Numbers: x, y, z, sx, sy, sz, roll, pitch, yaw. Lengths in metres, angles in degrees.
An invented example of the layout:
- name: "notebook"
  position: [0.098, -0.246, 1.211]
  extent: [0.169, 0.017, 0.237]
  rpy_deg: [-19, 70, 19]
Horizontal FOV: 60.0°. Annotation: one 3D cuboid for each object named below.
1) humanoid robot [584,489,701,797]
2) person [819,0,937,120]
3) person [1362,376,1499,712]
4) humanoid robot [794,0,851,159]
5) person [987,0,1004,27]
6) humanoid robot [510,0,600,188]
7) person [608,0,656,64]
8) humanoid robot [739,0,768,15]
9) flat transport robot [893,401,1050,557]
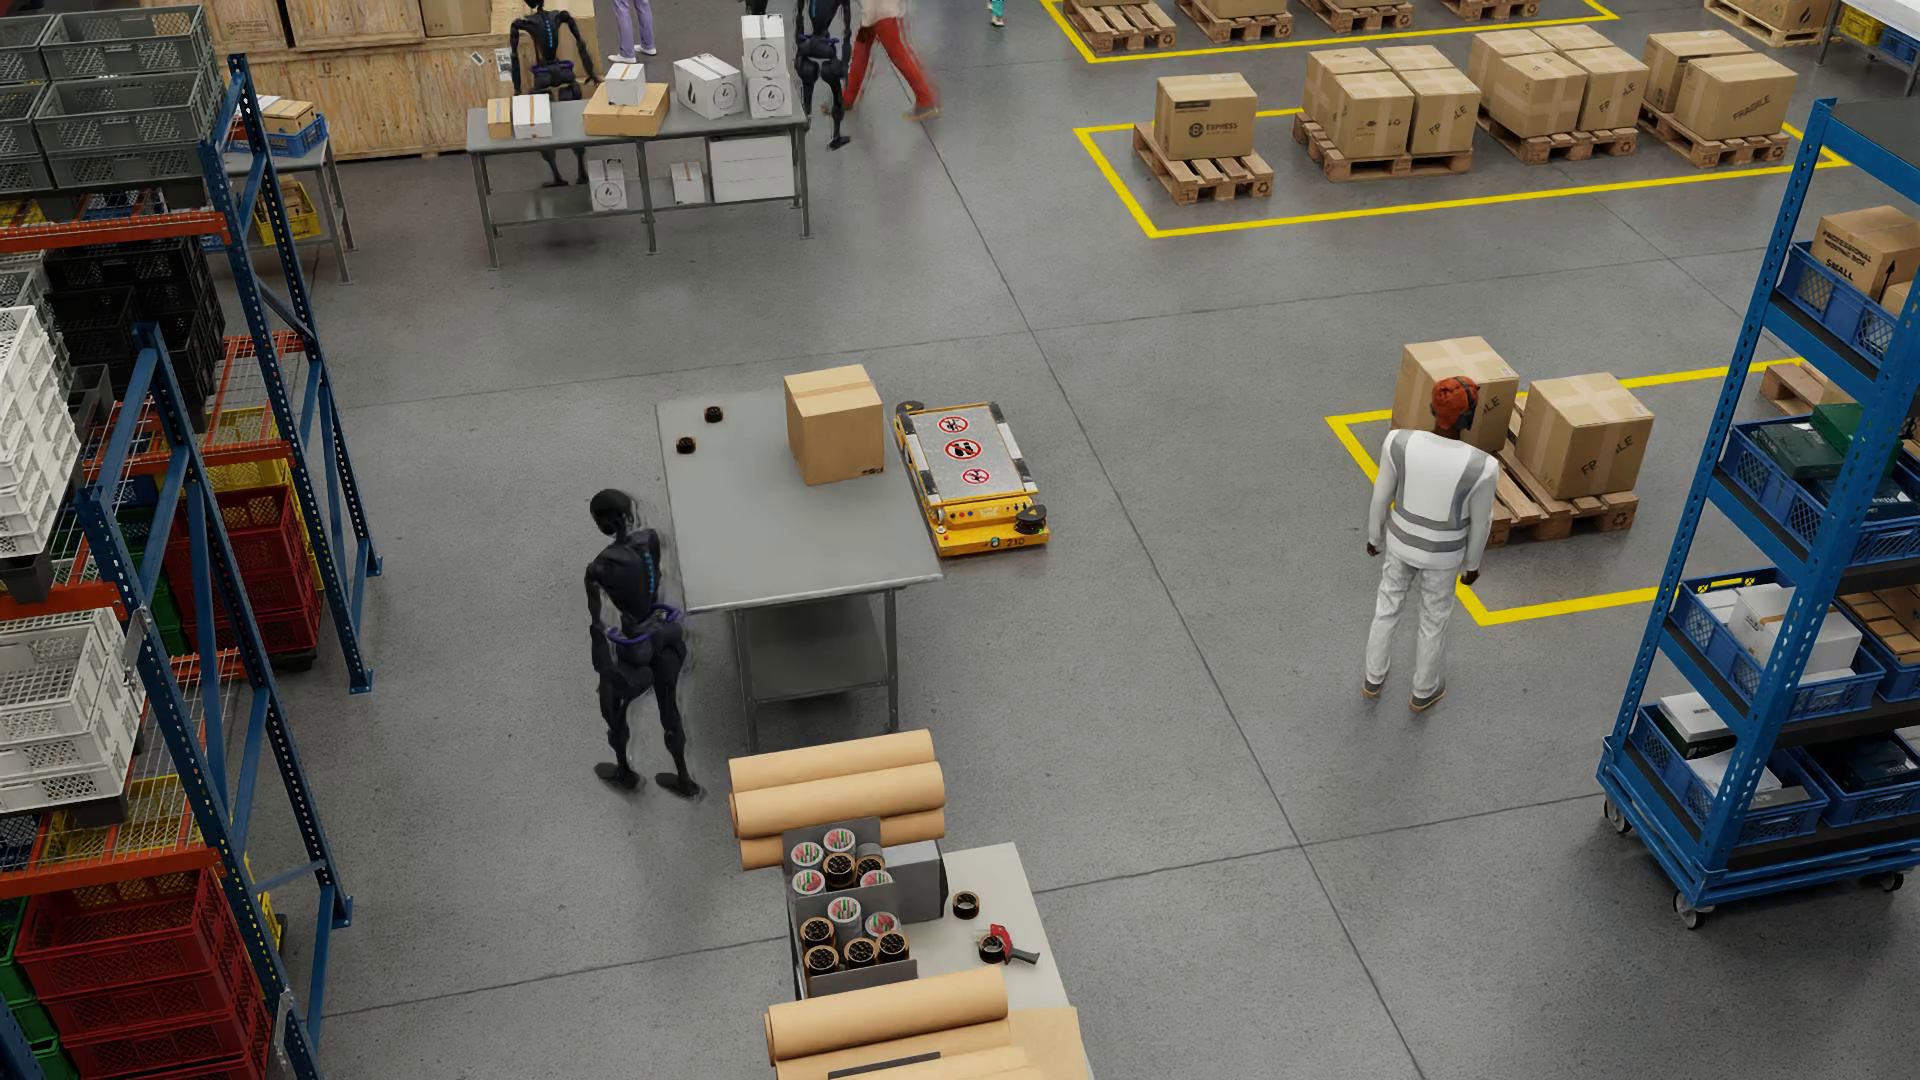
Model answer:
- name: "humanoid robot"
  position: [-1.520, 0.507, 7.709]
  extent: [0.620, 1.625, 0.594]
  rpy_deg: [23, 42, 27]
- name: "person"
  position: [-0.693, -4.553, 14.291]
  extent: [1.061, 1.933, 0.635]
  rpy_deg: [-1, 37, -1]
- name: "person"
  position: [2.278, 0.036, 8.153]
  extent: [0.573, 1.884, 0.361]
  rpy_deg: [20, 41, 25]
- name: "humanoid robot"
  position: [-1.187, -3.985, 13.775]
  extent: [0.584, 1.615, 0.612]
  rpy_deg: [14, 39, 18]
- name: "person"
  position: [0.371, -5.995, 16.398]
  extent: [0.554, 1.699, 0.920]
  rpy_deg: [0, 37, 0]
- name: "humanoid robot"
  position: [-3.205, -3.634, 13.259]
  extent: [0.739, 1.641, 0.364]
  rpy_deg: [-19, 41, -24]
- name: "person"
  position: [-3.165, -5.409, 15.446]
  extent: [0.405, 1.918, 0.582]
  rpy_deg: [23, 42, 28]
- name: "humanoid robot"
  position: [-1.867, -5.094, 15.215]
  extent: [0.308, 1.652, 0.590]
  rpy_deg: [-1, 37, -2]
- name: "flat transport robot"
  position: [0.046, -0.430, 10.108]
  extent: [0.652, 0.197, 1.431]
  rpy_deg: [-8, 37, -10]
